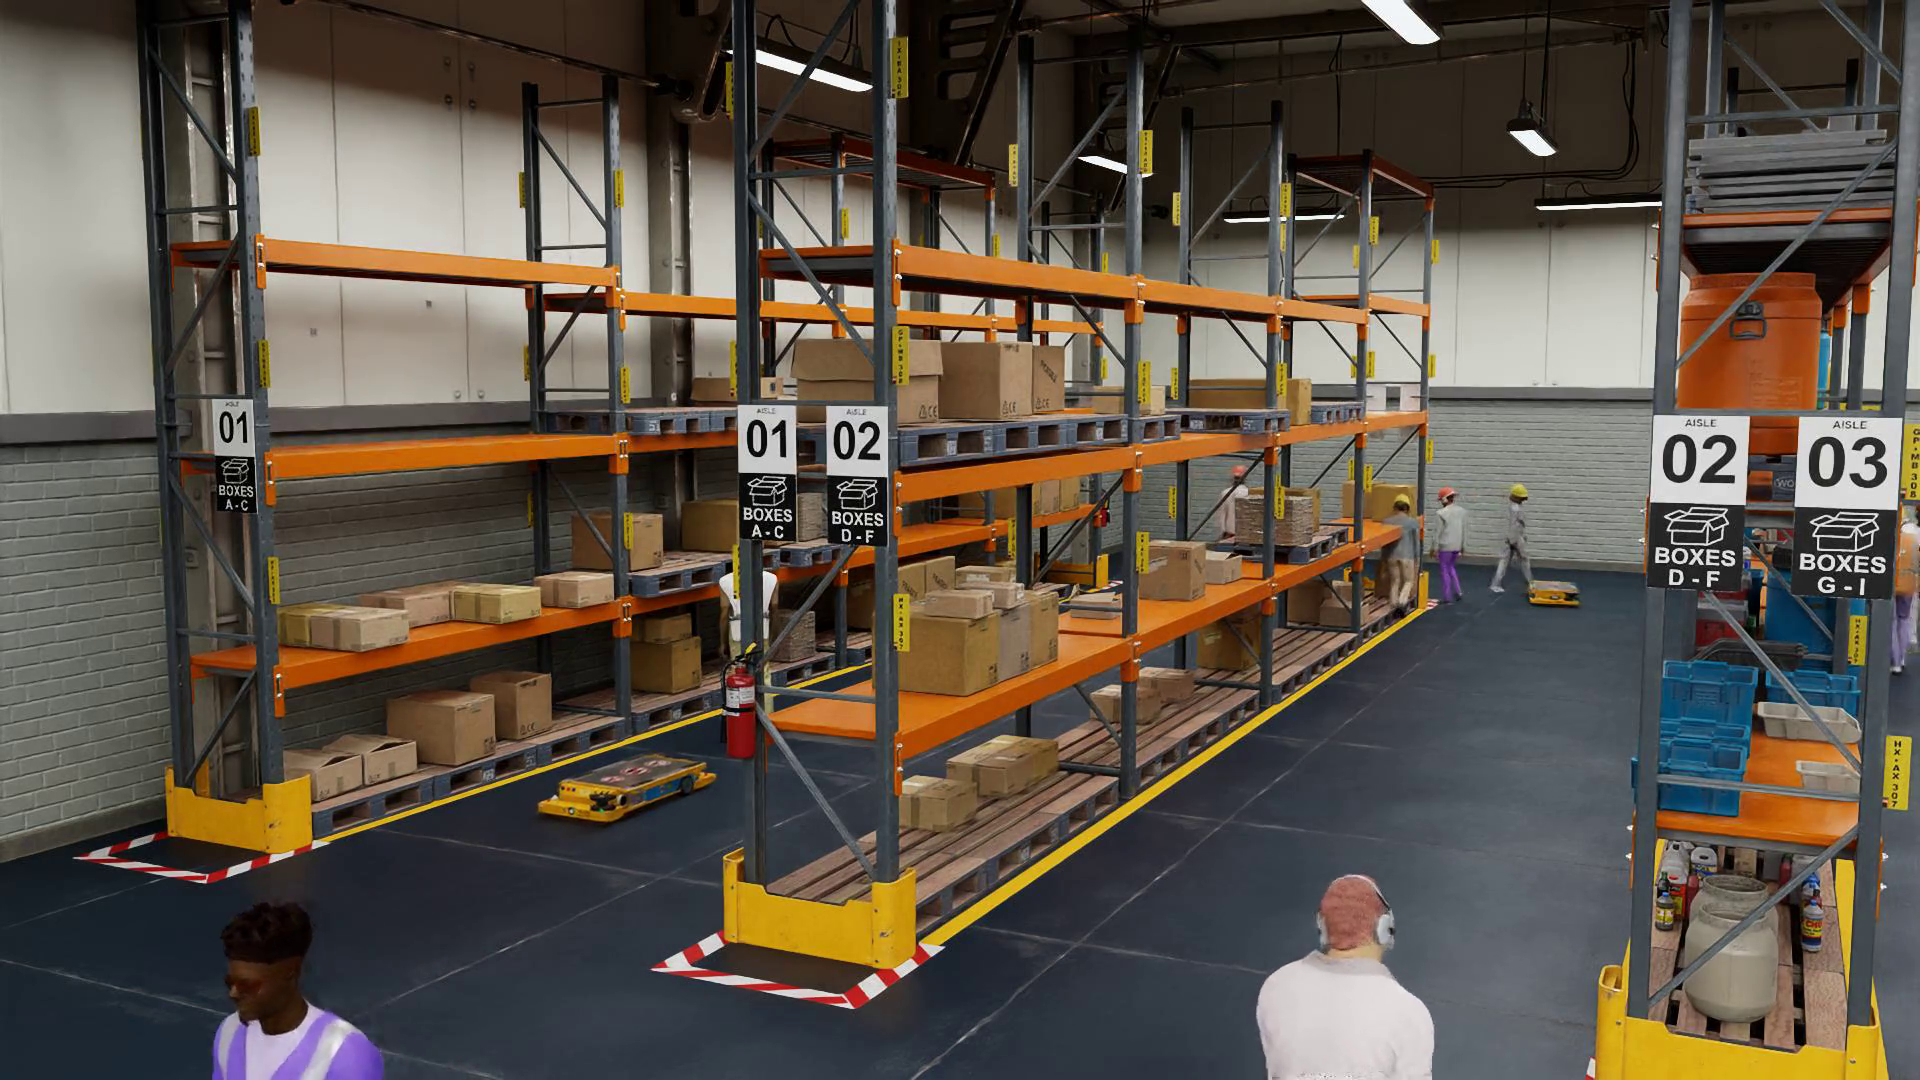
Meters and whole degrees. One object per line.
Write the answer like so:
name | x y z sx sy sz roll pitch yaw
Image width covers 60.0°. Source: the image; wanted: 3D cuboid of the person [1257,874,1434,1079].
person | 1.223 1.979 5.173 0.653 1.851 0.830 5 8 39

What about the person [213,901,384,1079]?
person | -1.986 1.984 4.803 0.620 1.905 1.016 4 7 32

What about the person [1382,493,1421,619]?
person | 6.015 0.232 22.650 0.545 1.741 0.436 3 7 26

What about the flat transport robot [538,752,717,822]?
flat transport robot | -2.608 1.937 13.164 0.652 0.197 1.431 3 7 27

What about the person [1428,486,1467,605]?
person | 7.092 0.082 24.208 0.573 1.719 0.397 -4 7 -32

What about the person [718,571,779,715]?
person | -1.945 0.930 15.381 0.569 1.843 0.374 -2 6 -21

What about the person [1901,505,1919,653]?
person | 11.720 0.421 20.340 0.578 1.857 0.795 2 6 16

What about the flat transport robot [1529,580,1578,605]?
flat transport robot | 8.752 0.768 24.534 0.652 0.197 1.431 2 6 18

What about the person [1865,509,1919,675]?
person | 10.558 0.551 18.827 0.609 1.886 0.794 2 6 17

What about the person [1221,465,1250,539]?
person | 4.251 -0.168 25.442 0.628 1.975 0.704 6 8 45

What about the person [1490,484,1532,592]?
person | 8.500 -0.014 25.378 0.764 1.687 0.488 0 6 4
